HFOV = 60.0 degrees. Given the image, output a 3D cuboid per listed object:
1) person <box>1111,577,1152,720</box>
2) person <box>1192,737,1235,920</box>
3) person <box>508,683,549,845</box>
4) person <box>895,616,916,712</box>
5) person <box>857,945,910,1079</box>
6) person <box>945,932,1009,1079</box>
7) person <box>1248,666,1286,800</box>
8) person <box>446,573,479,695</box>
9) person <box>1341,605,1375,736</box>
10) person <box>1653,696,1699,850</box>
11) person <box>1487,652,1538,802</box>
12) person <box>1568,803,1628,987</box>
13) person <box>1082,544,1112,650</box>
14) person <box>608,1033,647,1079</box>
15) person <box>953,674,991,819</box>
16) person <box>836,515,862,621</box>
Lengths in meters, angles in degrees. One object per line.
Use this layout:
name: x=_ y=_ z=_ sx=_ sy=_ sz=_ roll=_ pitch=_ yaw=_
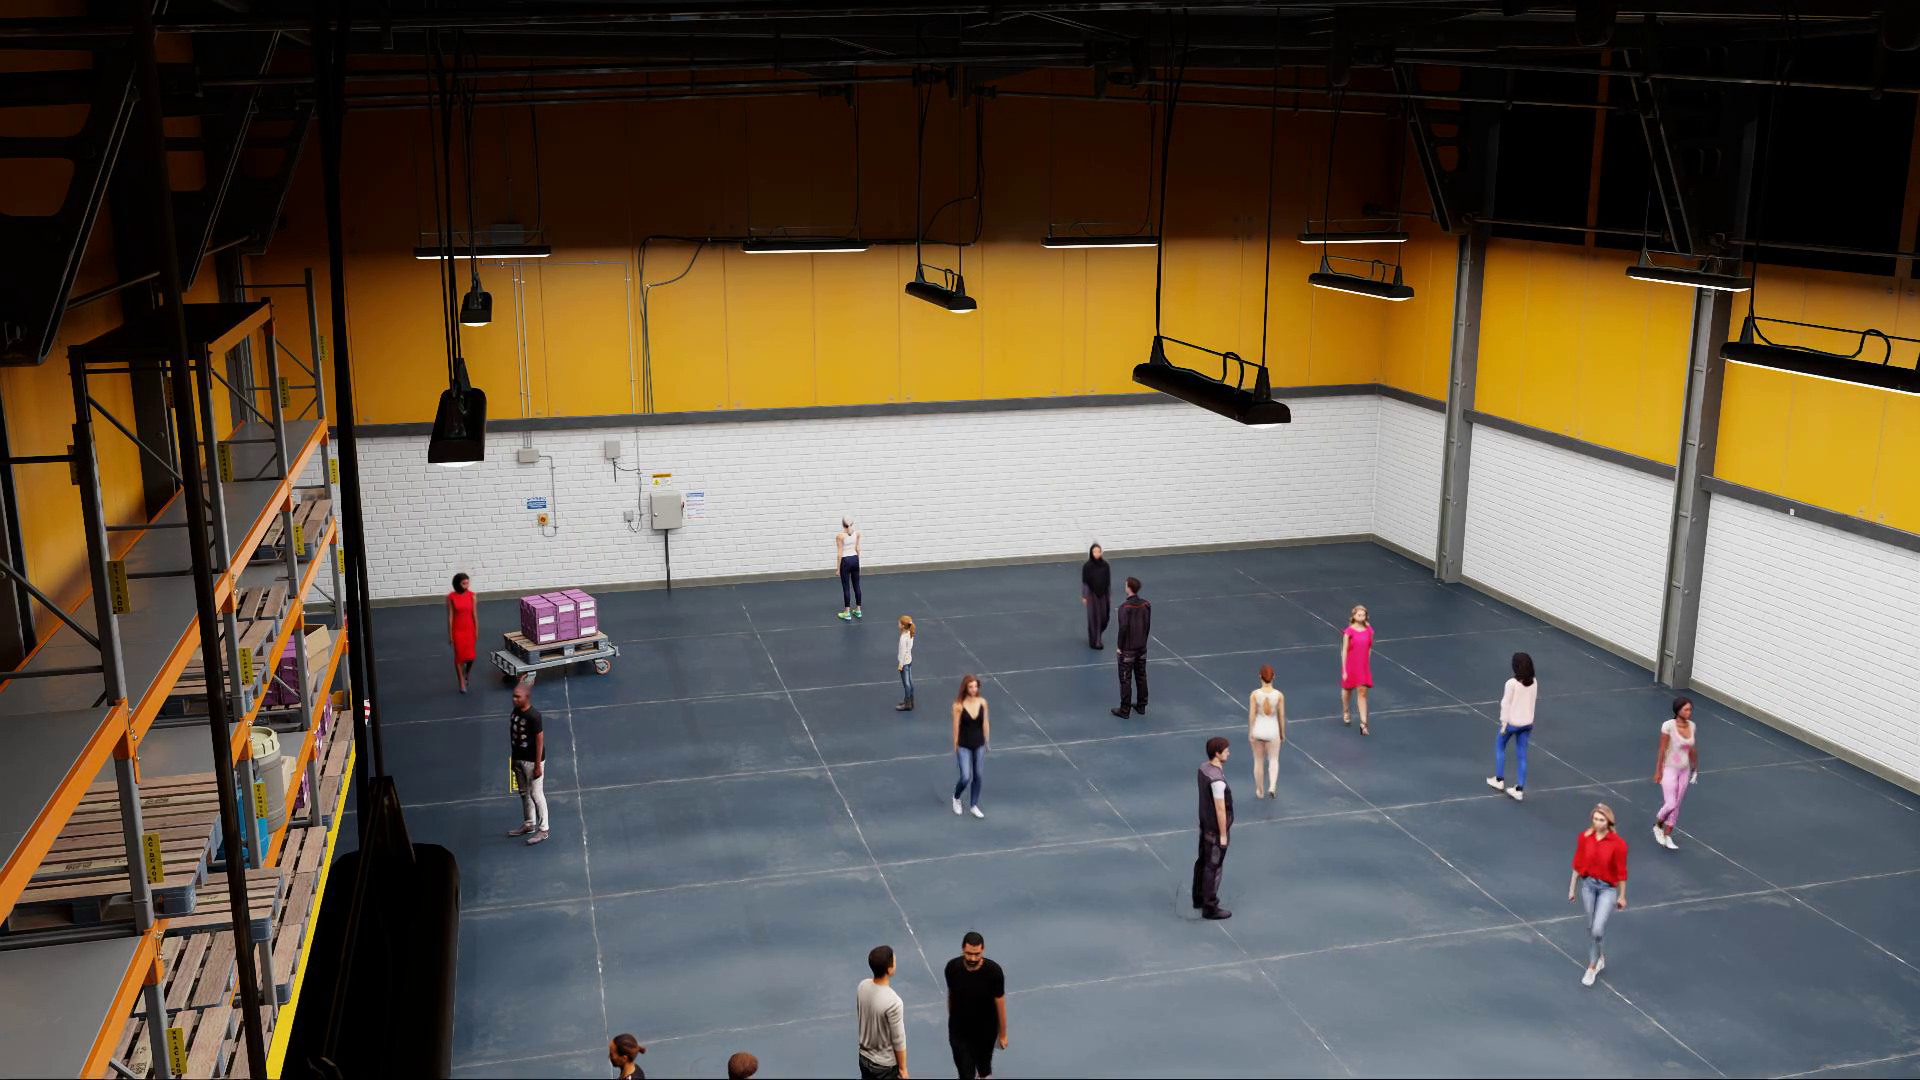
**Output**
person: x=2.311 y=1.429 z=22.320 sx=0.755 sy=1.912 sz=0.699 roll=-8 pitch=16 yaw=-31
person: x=2.520 y=2.846 z=16.600 sx=0.727 sy=1.848 sz=0.520 roll=-3 pitch=14 yaw=-11
person: x=-4.764 y=2.439 z=18.376 sx=0.718 sy=1.804 sz=0.826 roll=12 pitch=18 yaw=41
person: x=-0.735 y=1.665 z=22.609 sx=0.621 sy=1.316 sz=0.544 roll=4 pitch=14 yaw=15
person: x=-0.606 y=3.882 z=12.410 sx=0.768 sy=1.807 sz=0.641 roll=-13 pitch=19 yaw=-43
person: x=0.107 y=3.786 z=13.012 sx=0.909 sy=1.710 sz=1.203 roll=1 pitch=14 yaw=6
person: x=3.557 y=2.287 z=19.369 sx=0.707 sy=1.631 sz=0.815 roll=2 pitch=14 yaw=8
person: x=-6.989 y=1.285 z=23.293 sx=0.645 sy=1.733 sz=0.697 roll=-6 pitch=15 yaw=-25
person: x=5.154 y=1.670 z=21.818 sx=0.669 sy=1.678 sz=1.070 roll=-2 pitch=14 yaw=-7
person: x=7.771 y=2.517 z=18.198 sx=0.601 sy=1.736 sz=0.593 roll=-3 pitch=14 yaw=-13
person: x=6.576 y=2.202 z=19.473 sx=0.660 sy=1.749 sz=0.779 roll=-4 pitch=14 yaw=-15
person: x=5.942 y=3.225 z=15.380 sx=0.873 sy=1.686 sz=0.912 roll=13 pitch=19 yaw=43
person: x=2.086 y=0.834 z=25.438 sx=0.642 sy=1.600 sz=0.936 roll=-2 pitch=14 yaw=-10
person: x=-2.241 y=4.176 z=11.495 sx=0.663 sy=1.667 sz=0.479 roll=-2 pitch=14 yaw=-8
person: x=0.095 y=2.329 z=19.025 sx=0.637 sy=1.712 sz=0.684 roll=-7 pitch=15 yaw=-26
person: x=-1.788 y=0.426 z=26.909 sx=0.665 sy=1.701 sz=0.647 roll=-9 pitch=17 yaw=-34
